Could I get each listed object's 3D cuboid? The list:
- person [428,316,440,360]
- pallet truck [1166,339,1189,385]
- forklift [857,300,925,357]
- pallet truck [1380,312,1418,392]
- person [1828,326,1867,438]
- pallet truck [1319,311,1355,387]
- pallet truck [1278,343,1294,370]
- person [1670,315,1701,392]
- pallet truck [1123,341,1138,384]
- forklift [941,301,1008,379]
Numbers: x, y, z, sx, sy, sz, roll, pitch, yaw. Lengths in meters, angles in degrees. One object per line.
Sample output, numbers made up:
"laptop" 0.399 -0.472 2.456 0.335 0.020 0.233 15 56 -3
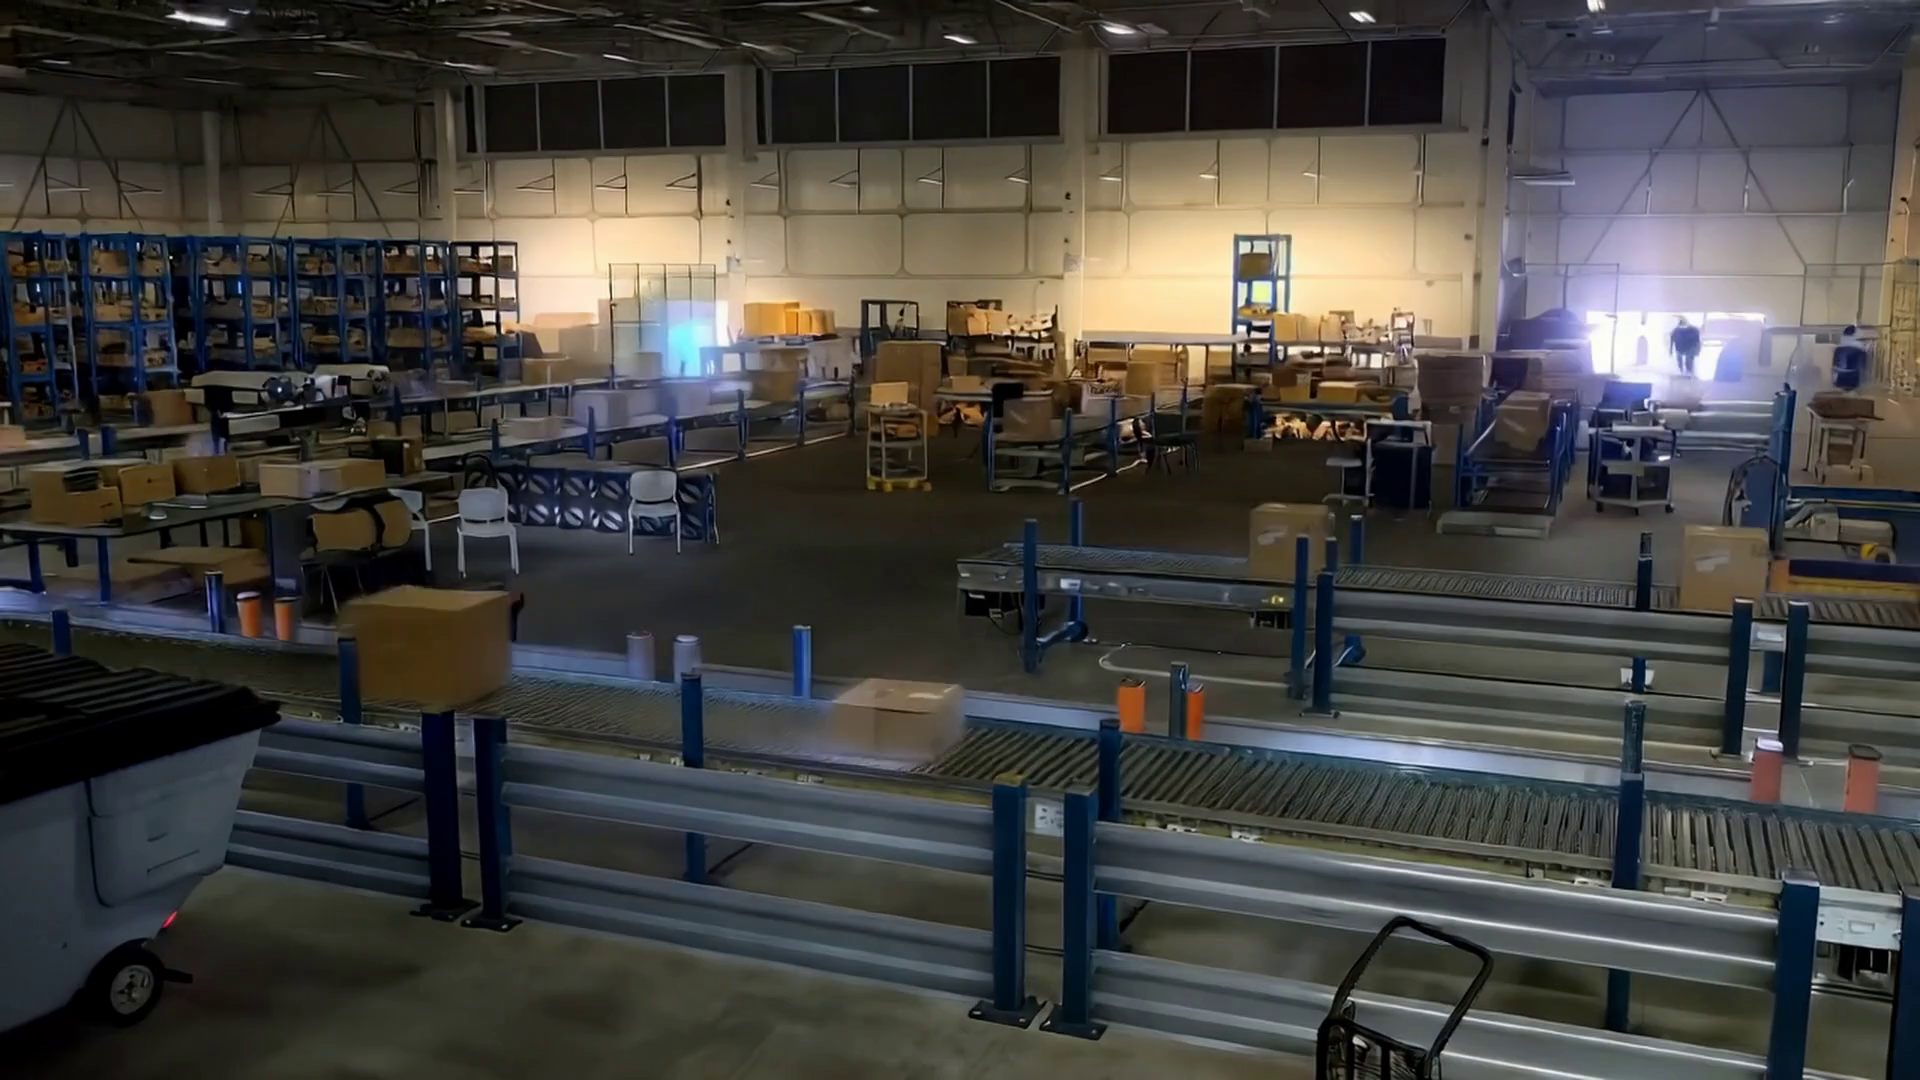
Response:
"person" -15.205 -5.814 48.099 0.376 1.844 0.572 1 9 9
"pallet truck" 5.418 -4.269 40.420 0.704 1.261 1.522 3 10 20
"forklift" -1.732 -5.109 42.468 1.157 1.987 2.680 4 10 22
"pallet truck" 10.207 -4.283 38.369 0.823 1.965 1.885 3 10 20
"person" 15.110 -2.627 28.302 0.641 2.012 0.656 -1 9 -6
"pallet truck" 9.071 -4.419 39.190 0.823 1.965 1.885 5 10 26
"pallet truck" 7.886 -4.163 39.743 0.653 1.274 1.630 4 10 22
"person" 17.358 -4.452 39.813 0.666 1.863 0.836 7 12 35
"pallet truck" 4.445 -4.380 41.279 0.680 1.201 1.601 4 10 22
"forklift" 0.365 -4.966 41.571 1.157 1.987 2.680 3 10 20
